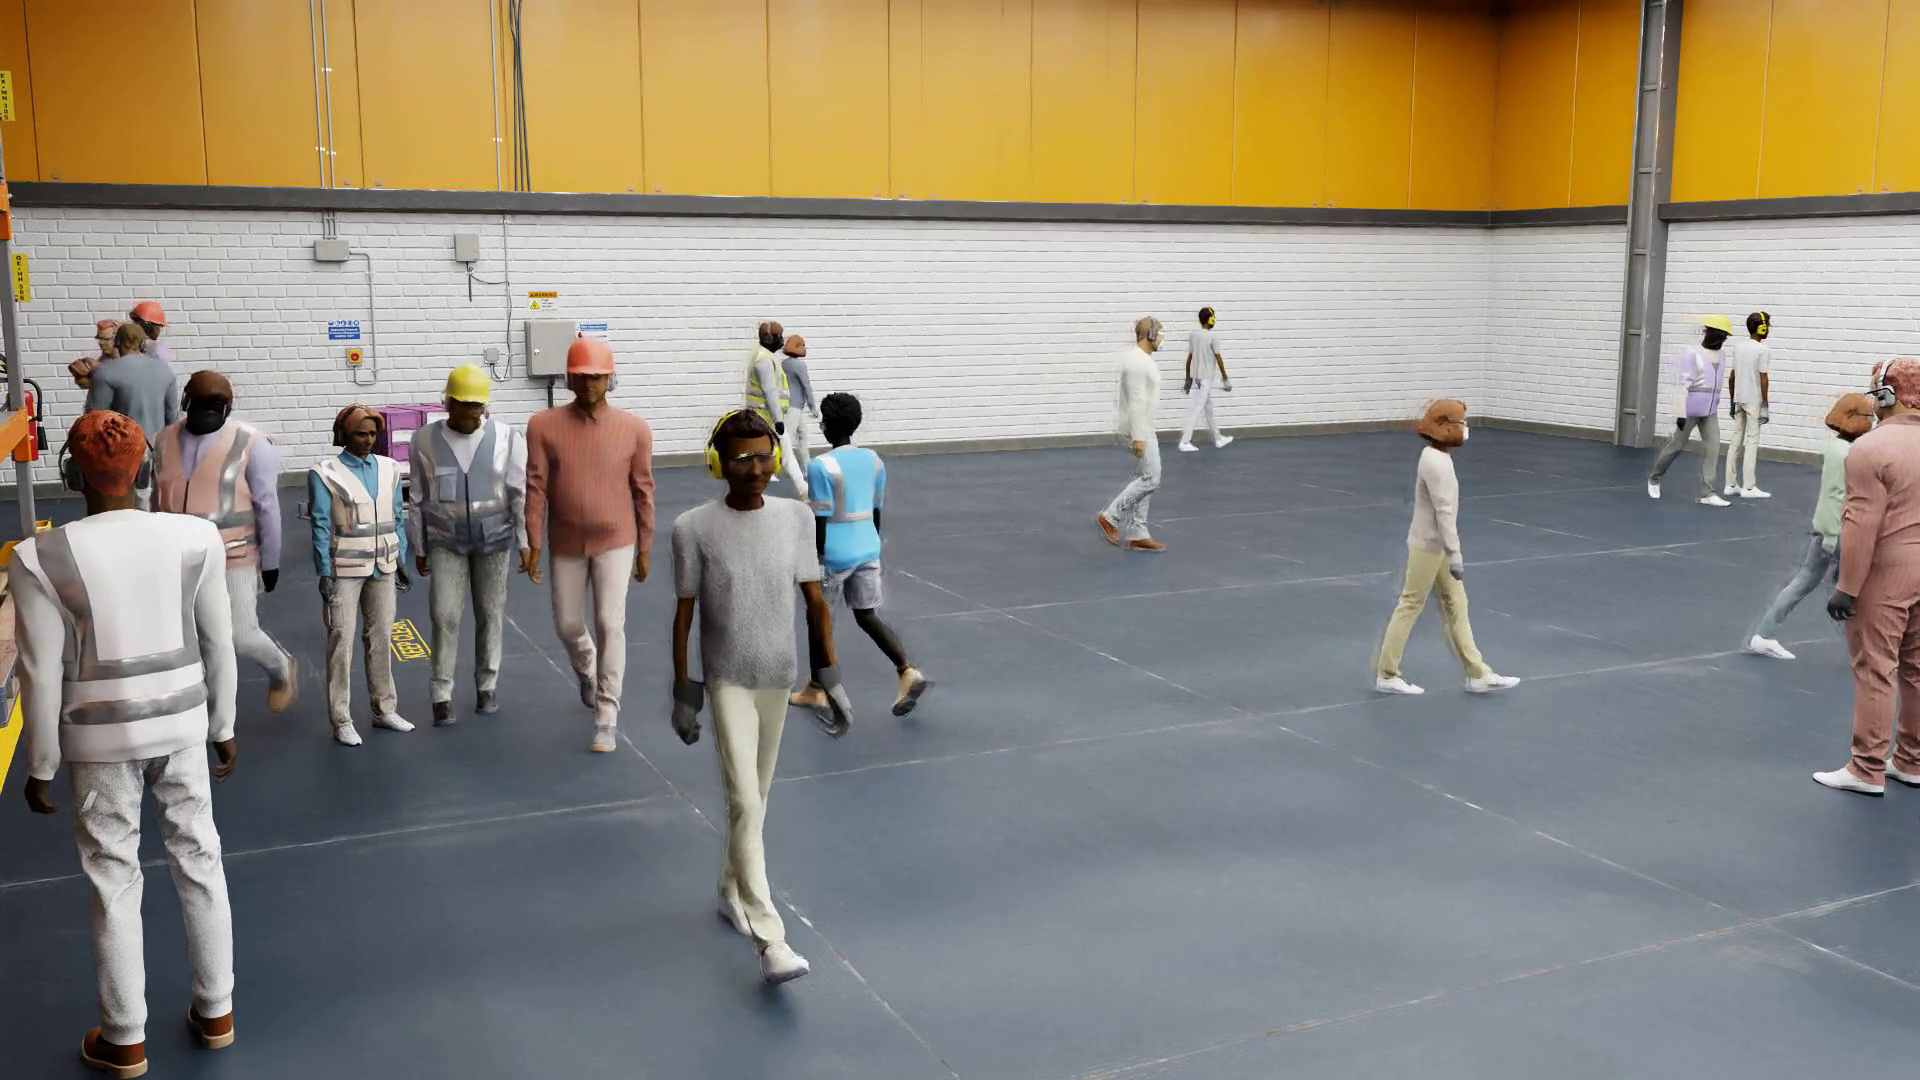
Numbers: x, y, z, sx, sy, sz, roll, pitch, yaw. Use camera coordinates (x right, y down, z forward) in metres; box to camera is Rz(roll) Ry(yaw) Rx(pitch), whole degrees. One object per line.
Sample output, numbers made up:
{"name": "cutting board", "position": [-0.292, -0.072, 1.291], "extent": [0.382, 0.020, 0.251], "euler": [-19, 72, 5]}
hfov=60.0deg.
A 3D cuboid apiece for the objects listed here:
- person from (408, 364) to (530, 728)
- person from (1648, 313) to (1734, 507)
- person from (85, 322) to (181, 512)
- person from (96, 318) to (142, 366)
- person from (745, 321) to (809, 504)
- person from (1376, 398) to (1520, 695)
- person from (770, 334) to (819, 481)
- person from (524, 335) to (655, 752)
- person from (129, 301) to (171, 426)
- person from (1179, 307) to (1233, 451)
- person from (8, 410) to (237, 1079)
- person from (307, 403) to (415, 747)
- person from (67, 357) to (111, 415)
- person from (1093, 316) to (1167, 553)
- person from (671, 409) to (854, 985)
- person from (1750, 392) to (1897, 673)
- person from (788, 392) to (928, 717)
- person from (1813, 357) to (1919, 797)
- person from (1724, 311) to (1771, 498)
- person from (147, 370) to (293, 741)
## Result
{"name": "person", "position": [-2.458, 0.017, 8.391], "extent": [0.608, 1.801, 0.587], "euler": [-3, 10, -16]}
{"name": "person", "position": [7.214, -1.299, 16.355], "extent": [0.631, 1.869, 0.961], "euler": [-4, 10, -23]}
{"name": "person", "position": [-6.247, -0.683, 12.491], "extent": [0.996, 1.884, 0.664], "euler": [4, 10, 22]}
{"name": "person", "position": [-7.040, -0.896, 13.854], "extent": [0.639, 1.872, 0.726], "euler": [4, 10, 24]}
{"name": "person", "position": [-1.786, -1.196, 15.981], "extent": [0.974, 1.786, 0.654], "euler": [0, 9, -3]}
{"name": "person", "position": [2.609, 0.057, 8.787], "extent": [0.812, 1.591, 0.518], "euler": [3, 10, 17]}
{"name": "person", "position": [-1.846, -1.439, 18.100], "extent": [0.844, 1.594, 0.501], "euler": [-5, 11, -30]}
{"name": "person", "position": [-1.786, -0.011, 8.076], "extent": [0.620, 1.976, 0.809], "euler": [-1, 9, -7]}
{"name": "person", "position": [-7.159, -1.075, 14.587], "extent": [0.717, 2.013, 0.453], "euler": [2, 9, 11]}
{"name": "person", "position": [3.146, -2.037, 21.137], "extent": [0.990, 1.815, 0.517], "euler": [-5, 11, -30]}
{"name": "person", "position": [-2.339, 0.574, 4.713], "extent": [0.573, 1.883, 0.353], "euler": [-9, 12, -43]}
{"name": "person", "position": [-2.896, 0.158, 8.049], "extent": [0.308, 1.640, 0.511], "euler": [6, 11, 34]}
{"name": "person", "position": [-6.543, -0.592, 12.741], "extent": [0.412, 1.614, 0.538], "euler": [-6, 11, -35]}
{"name": "person", "position": [1.427, -0.844, 13.415], "extent": [0.494, 1.915, 0.652], "euler": [2, 9, 15]}
{"name": "person", "position": [-0.626, 0.499, 5.401], "extent": [0.516, 1.819, 0.946], "euler": [-6, 11, -32]}
{"name": "person", "position": [5.023, -0.056, 9.540], "extent": [0.850, 1.593, 0.514], "euler": [4, 10, 24]}
{"name": "person", "position": [-0.523, 0.082, 8.444], "extent": [0.757, 1.667, 0.544], "euler": [7, 12, 38]}
{"name": "person", "position": [4.026, 0.161, 7.223], "extent": [0.643, 1.903, 0.400], "euler": [-4, 10, -21]}
{"name": "person", "position": [7.969, -1.363, 16.772], "extent": [0.324, 1.871, 0.517], "euler": [-2, 9, -15]}
{"name": "person", "position": [-3.563, 0.080, 8.022], "extent": [0.620, 1.815, 0.684], "euler": [1, 9, 6]}
